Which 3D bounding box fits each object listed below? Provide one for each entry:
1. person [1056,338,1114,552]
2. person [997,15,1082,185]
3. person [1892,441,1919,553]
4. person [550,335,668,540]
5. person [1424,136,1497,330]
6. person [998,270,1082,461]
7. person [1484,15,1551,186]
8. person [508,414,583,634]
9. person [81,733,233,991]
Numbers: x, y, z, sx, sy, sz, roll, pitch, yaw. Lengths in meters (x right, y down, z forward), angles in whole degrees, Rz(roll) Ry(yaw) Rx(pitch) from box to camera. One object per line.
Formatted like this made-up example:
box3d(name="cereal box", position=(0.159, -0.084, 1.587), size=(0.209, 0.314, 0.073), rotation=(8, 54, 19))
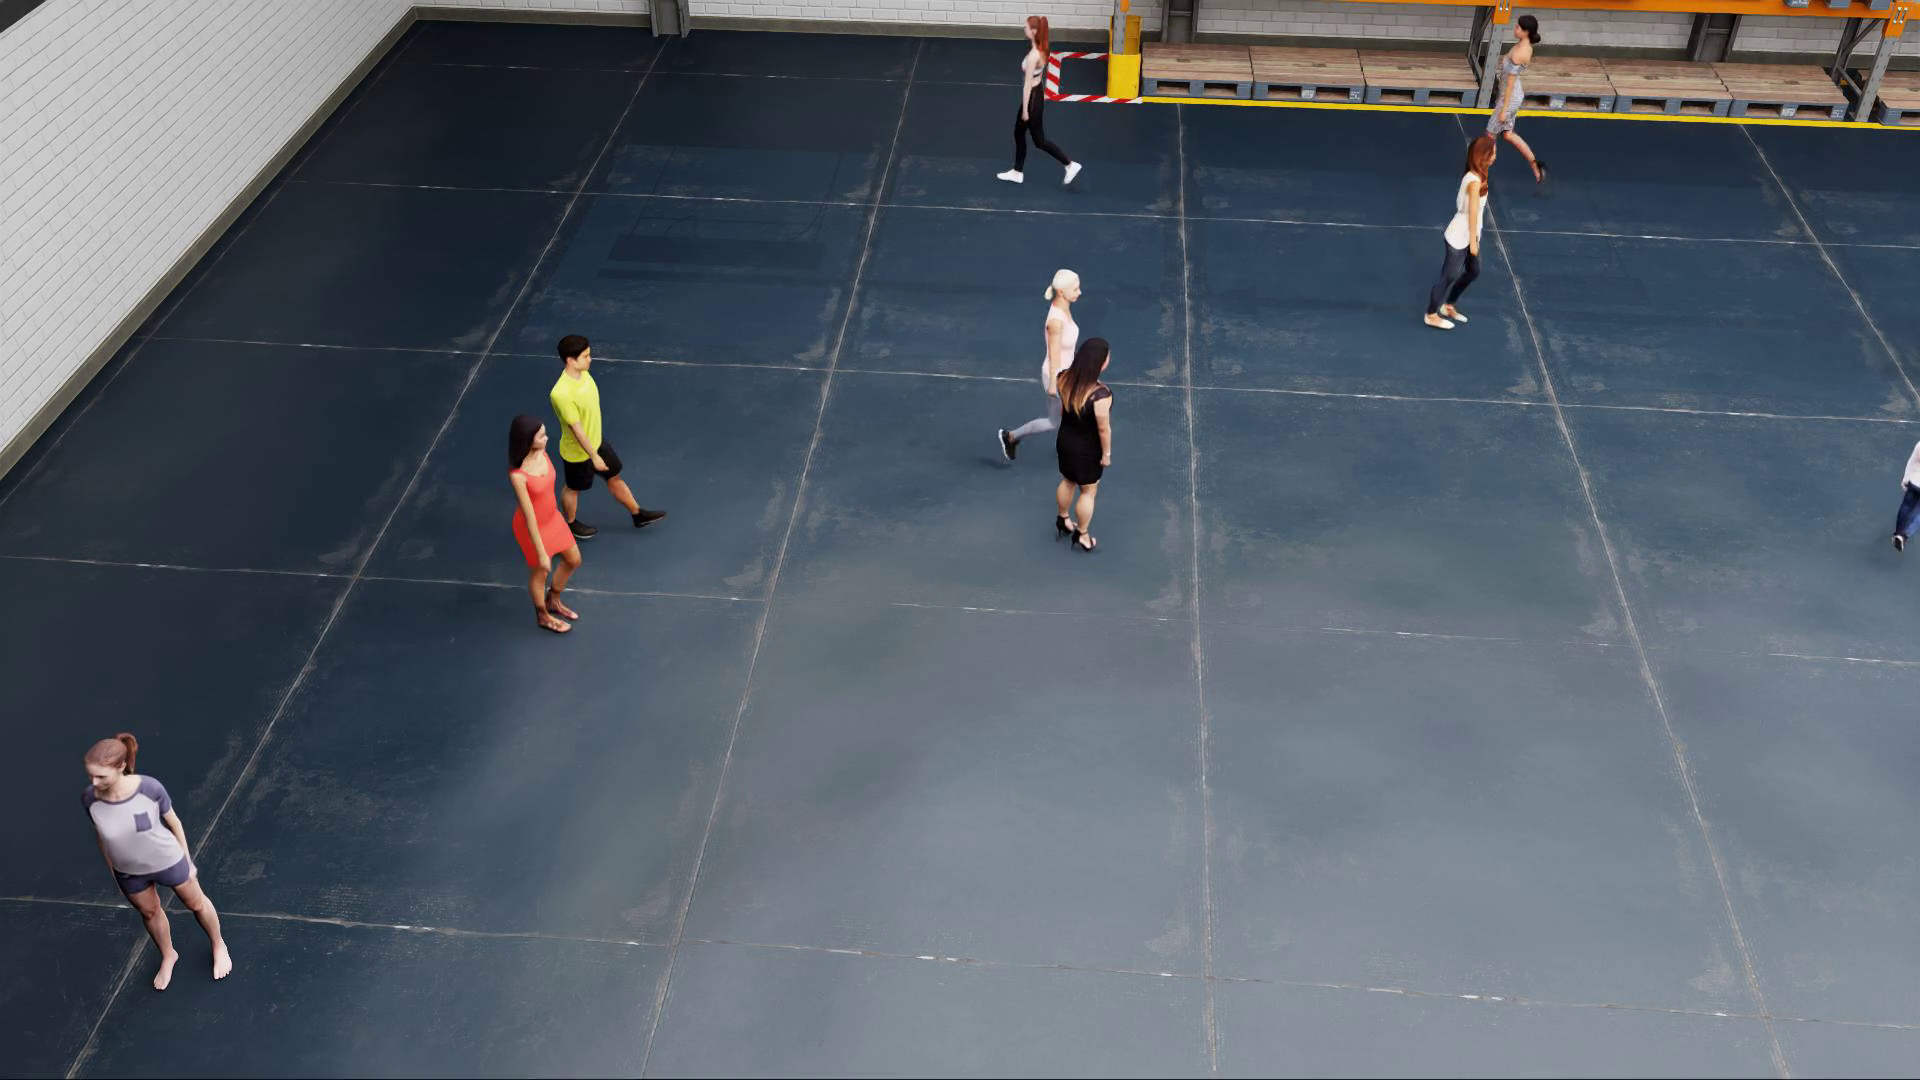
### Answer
box3d(name="person", position=(0.855, -0.659, 11.704), size=(0.802, 1.711, 0.742), rotation=(-27, 46, -30))
box3d(name="person", position=(0.797, -4.228, 16.166), size=(1.136, 1.719, 0.731), rotation=(10, 40, 13))
box3d(name="person", position=(6.873, -0.394, 11.859), size=(0.665, 1.103, 0.705), rotation=(31, 48, 33))
box3d(name="person", position=(-2.757, -0.683, 11.767), size=(1.015, 1.671, 0.691), rotation=(6, 39, 8))
box3d(name="person", position=(4.158, -2.589, 14.071), size=(0.700, 1.774, 0.669), rotation=(16, 41, 19))
box3d(name="person", position=(0.663, -1.258, 12.457), size=(0.988, 1.707, 0.614), rotation=(7, 39, 8))
box3d(name="person", position=(5.364, -4.169, 16.026), size=(1.088, 1.802, 0.847), rotation=(17, 42, 20))
box3d(name="person", position=(-2.857, -0.093, 11.002), size=(0.645, 1.704, 0.691), rotation=(11, 40, 13))
box3d(name="person", position=(-4.243, 1.681, 8.731), size=(0.560, 1.765, 0.695), rotation=(-7, 39, -8))
